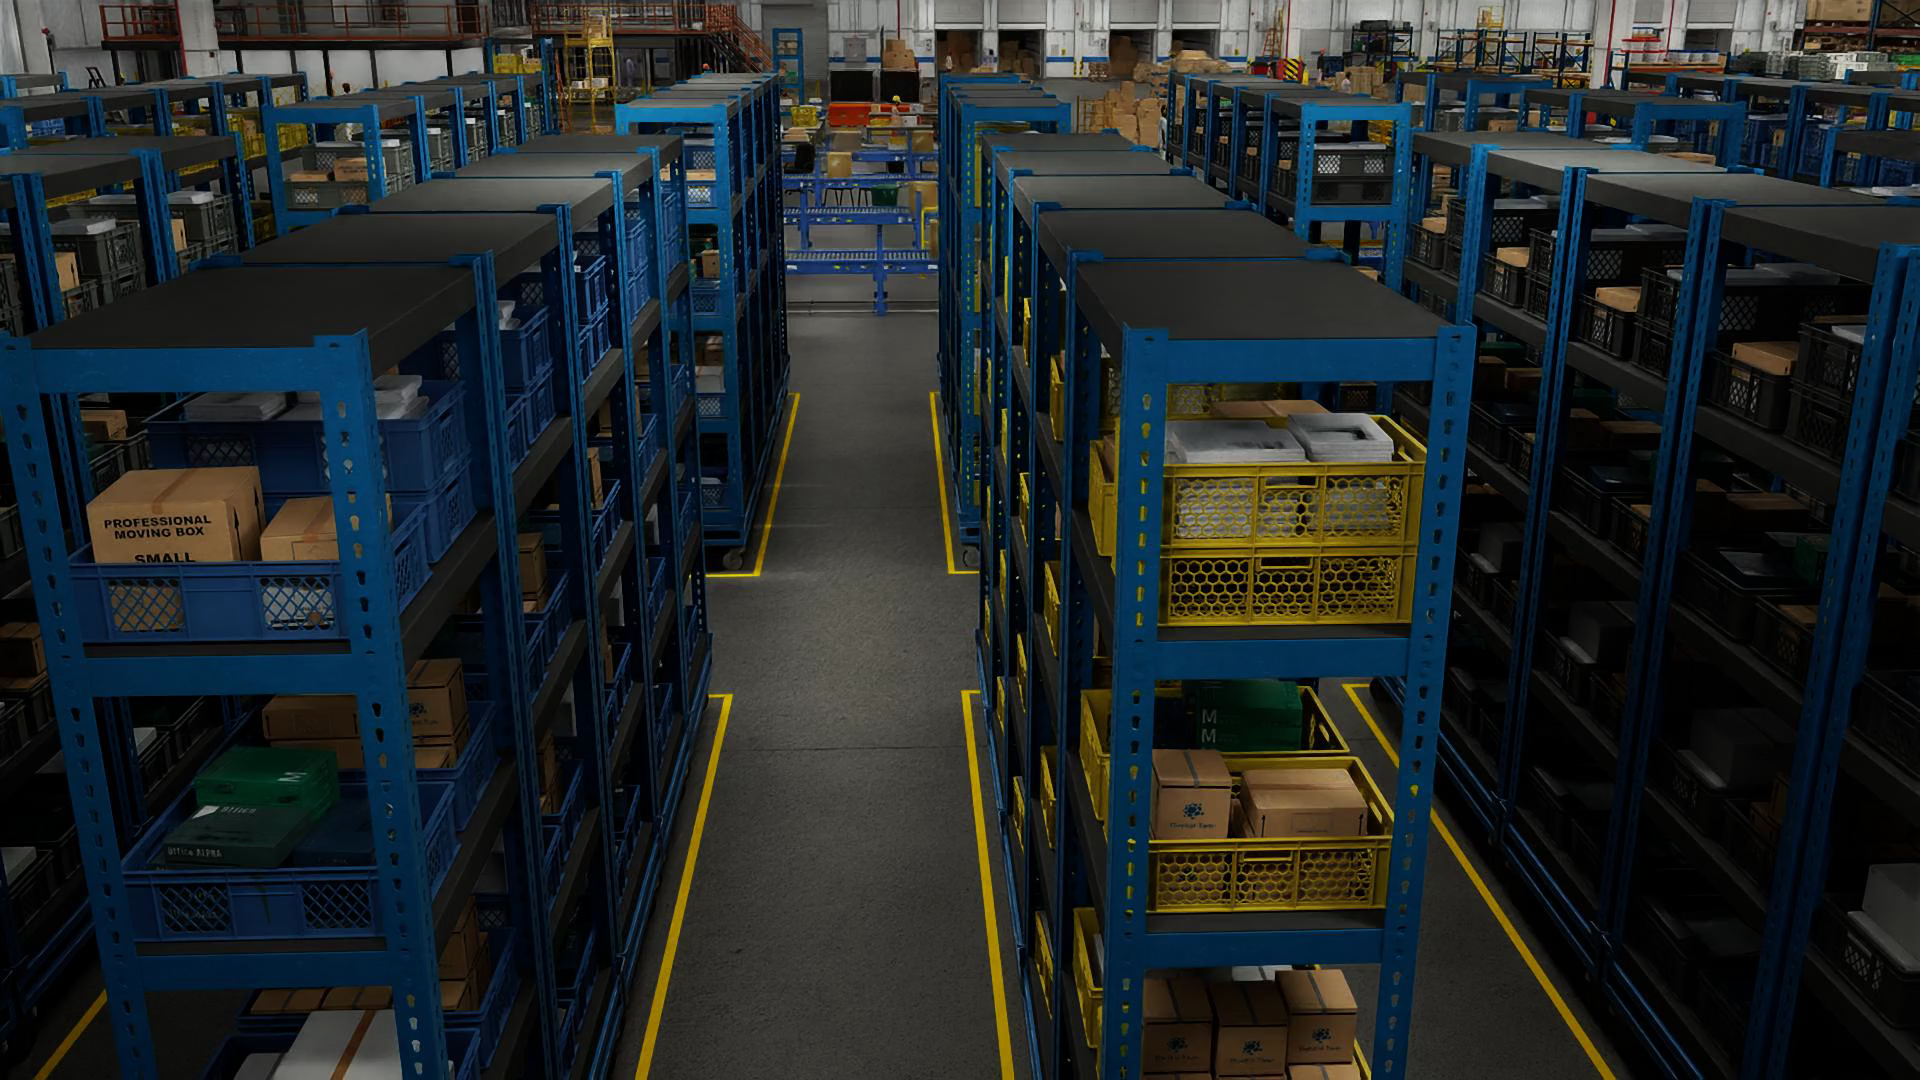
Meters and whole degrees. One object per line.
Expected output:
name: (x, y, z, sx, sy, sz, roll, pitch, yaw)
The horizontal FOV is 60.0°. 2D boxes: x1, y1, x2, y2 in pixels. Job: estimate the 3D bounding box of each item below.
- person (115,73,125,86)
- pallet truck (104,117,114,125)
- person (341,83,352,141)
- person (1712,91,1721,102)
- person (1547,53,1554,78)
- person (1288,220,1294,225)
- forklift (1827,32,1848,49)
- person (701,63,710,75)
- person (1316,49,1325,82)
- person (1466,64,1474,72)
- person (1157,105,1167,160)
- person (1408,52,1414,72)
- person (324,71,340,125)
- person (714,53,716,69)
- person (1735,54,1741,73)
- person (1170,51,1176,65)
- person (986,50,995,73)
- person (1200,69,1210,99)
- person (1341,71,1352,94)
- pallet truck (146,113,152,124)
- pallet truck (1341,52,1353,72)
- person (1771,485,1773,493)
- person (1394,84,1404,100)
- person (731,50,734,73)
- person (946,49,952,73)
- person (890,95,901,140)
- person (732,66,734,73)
person: (-29.711, -15.597, 59.055, 0.366, 1.927, 0.585, -1, 18, -2)
pallet truck: (-18.367, -7.885, 35.078, 1.885, 1.965, 0.823, 1, 18, 2)
person: (-19.321, -13.470, 52.546, 0.356, 1.883, 0.573, -1, 18, -2)
person: (22.886, -12.773, 50.310, 0.366, 1.931, 0.542, -1, 18, -2)
person: (31.253, -24.883, 88.085, 0.295, 1.744, 0.484, -1, 18, -2)
person: (3.812, -2.768, 19.390, 0.409, 1.909, 0.640, -1, 18, -2)
forklift: (46.023, -25.321, 87.619, 1.129, 2.768, 1.873, -1, 18, -2)
person: (-9.859, -17.460, 64.636, 0.374, 2.044, 0.606, -1, 18, -2)
person: (18.859, -24.644, 86.952, 0.387, 1.989, 0.608, -1, 18, -2)
person: (26.698, -24.589, 87.120, 1.005, 1.777, 0.543, 5, 19, 16)
person: (5.089, -9.921, 41.594, 0.329, 1.865, 0.508, -1, 18, -2)
person: (23.247, -24.187, 85.729, 0.329, 1.872, 0.508, -1, 18, -2)
person: (-22.940, -16.132, 60.707, 0.366, 1.931, 0.542, -1, 18, -2)
person: (-13.503, -25.856, 91.171, 0.319, 1.696, 0.532, -1, 18, -2)
person: (37.328, -22.327, 79.863, 0.373, 1.940, 0.629, -1, 18, -2)
person: (11.252, -24.614, 87.070, 1.030, 1.869, 0.570, 7, 19, 22)
person: (1.767, -26.431, 92.791, 0.926, 1.800, 0.648, 15, 23, 39)
person: (8.851, -16.083, 60.378, 0.988, 2.000, 0.708, 3, 18, 10)
person: (13.978, -15.973, 60.208, 0.373, 1.936, 0.629, -1, 18, -2)
pallet truck: (-18.087, -8.309, 36.390, 1.885, 1.965, 0.823, -1, 18, -4)
pallet truck: (18.794, -23.123, 82.231, 0.823, 1.965, 1.885, -13, 22, -35)
person: (5.952, -0.262, 11.740, 0.390, 1.839, 0.564, -1, 18, -2)
person: (17.203, -17.455, 65.175, 0.319, 1.696, 0.532, -1, 18, -2)
person: (-12.733, -26.731, 93.504, 0.366, 1.931, 0.542, -1, 18, -2)
person: (-0.564, -24.612, 86.844, 0.377, 1.995, 0.608, -1, 18, -2)
person: (-1.844, -11.840, 47.699, 0.320, 1.763, 0.522, -1, 18, -2)
person: (-11.821, -24.627, 87.302, 0.870, 1.723, 0.553, -9, 20, -27)
